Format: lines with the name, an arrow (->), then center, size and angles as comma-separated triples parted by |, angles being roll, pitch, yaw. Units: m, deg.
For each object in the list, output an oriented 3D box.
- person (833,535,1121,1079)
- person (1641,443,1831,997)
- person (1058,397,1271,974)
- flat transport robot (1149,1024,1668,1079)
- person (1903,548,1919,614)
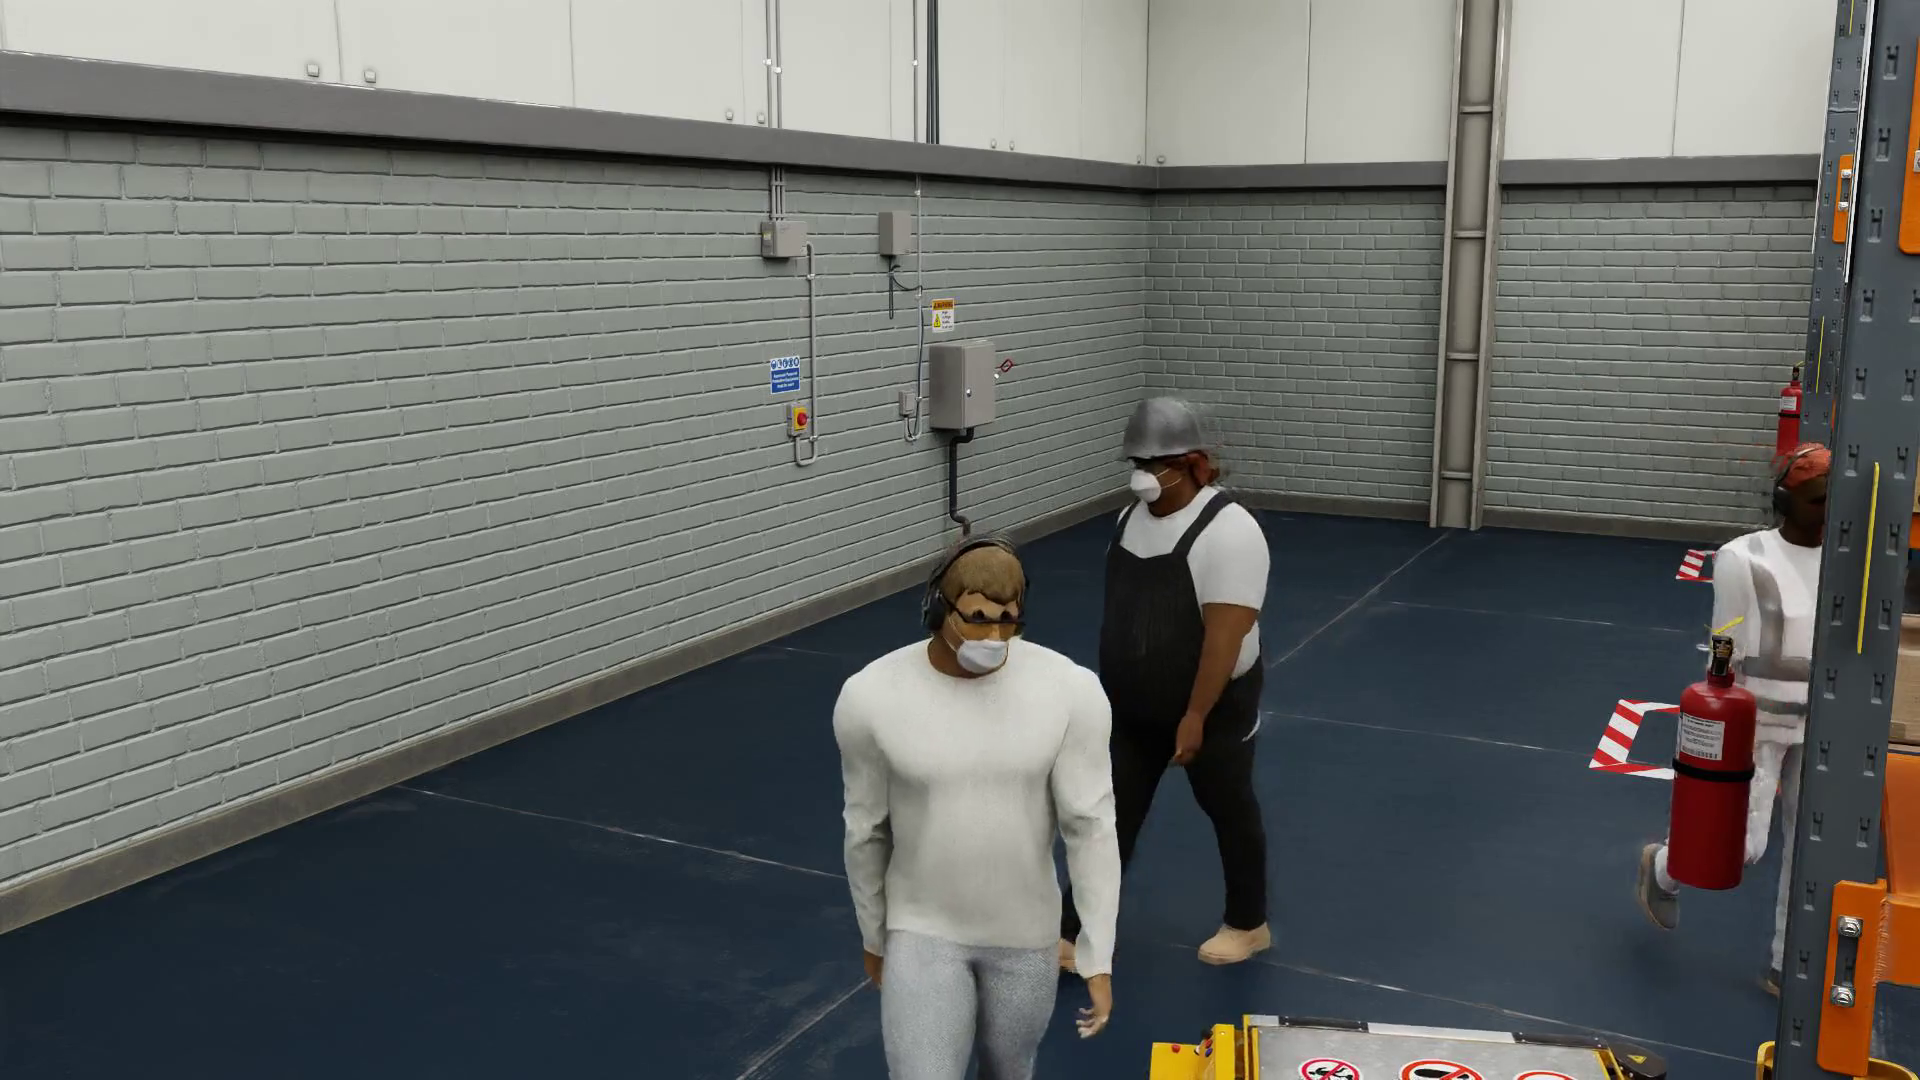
person -> 0.031, 0.894, 3.823 | 0.628, 1.886, 0.976 | -1, 10, -5
person -> 2.645, 0.594, 5.501 | 0.575, 1.869, 0.711 | -3, 11, -16
person -> 0.675, 0.491, 5.566 | 1.003, 2.000, 0.694 | -9, 13, -39
flat transport robot -> 1.233, 1.563, 4.550 | 1.431, 0.197, 0.652 | 2, 11, 9
person -> 5.091, 0.111, 8.677 | 0.800, 1.659, 0.551 | 4, 11, 23
